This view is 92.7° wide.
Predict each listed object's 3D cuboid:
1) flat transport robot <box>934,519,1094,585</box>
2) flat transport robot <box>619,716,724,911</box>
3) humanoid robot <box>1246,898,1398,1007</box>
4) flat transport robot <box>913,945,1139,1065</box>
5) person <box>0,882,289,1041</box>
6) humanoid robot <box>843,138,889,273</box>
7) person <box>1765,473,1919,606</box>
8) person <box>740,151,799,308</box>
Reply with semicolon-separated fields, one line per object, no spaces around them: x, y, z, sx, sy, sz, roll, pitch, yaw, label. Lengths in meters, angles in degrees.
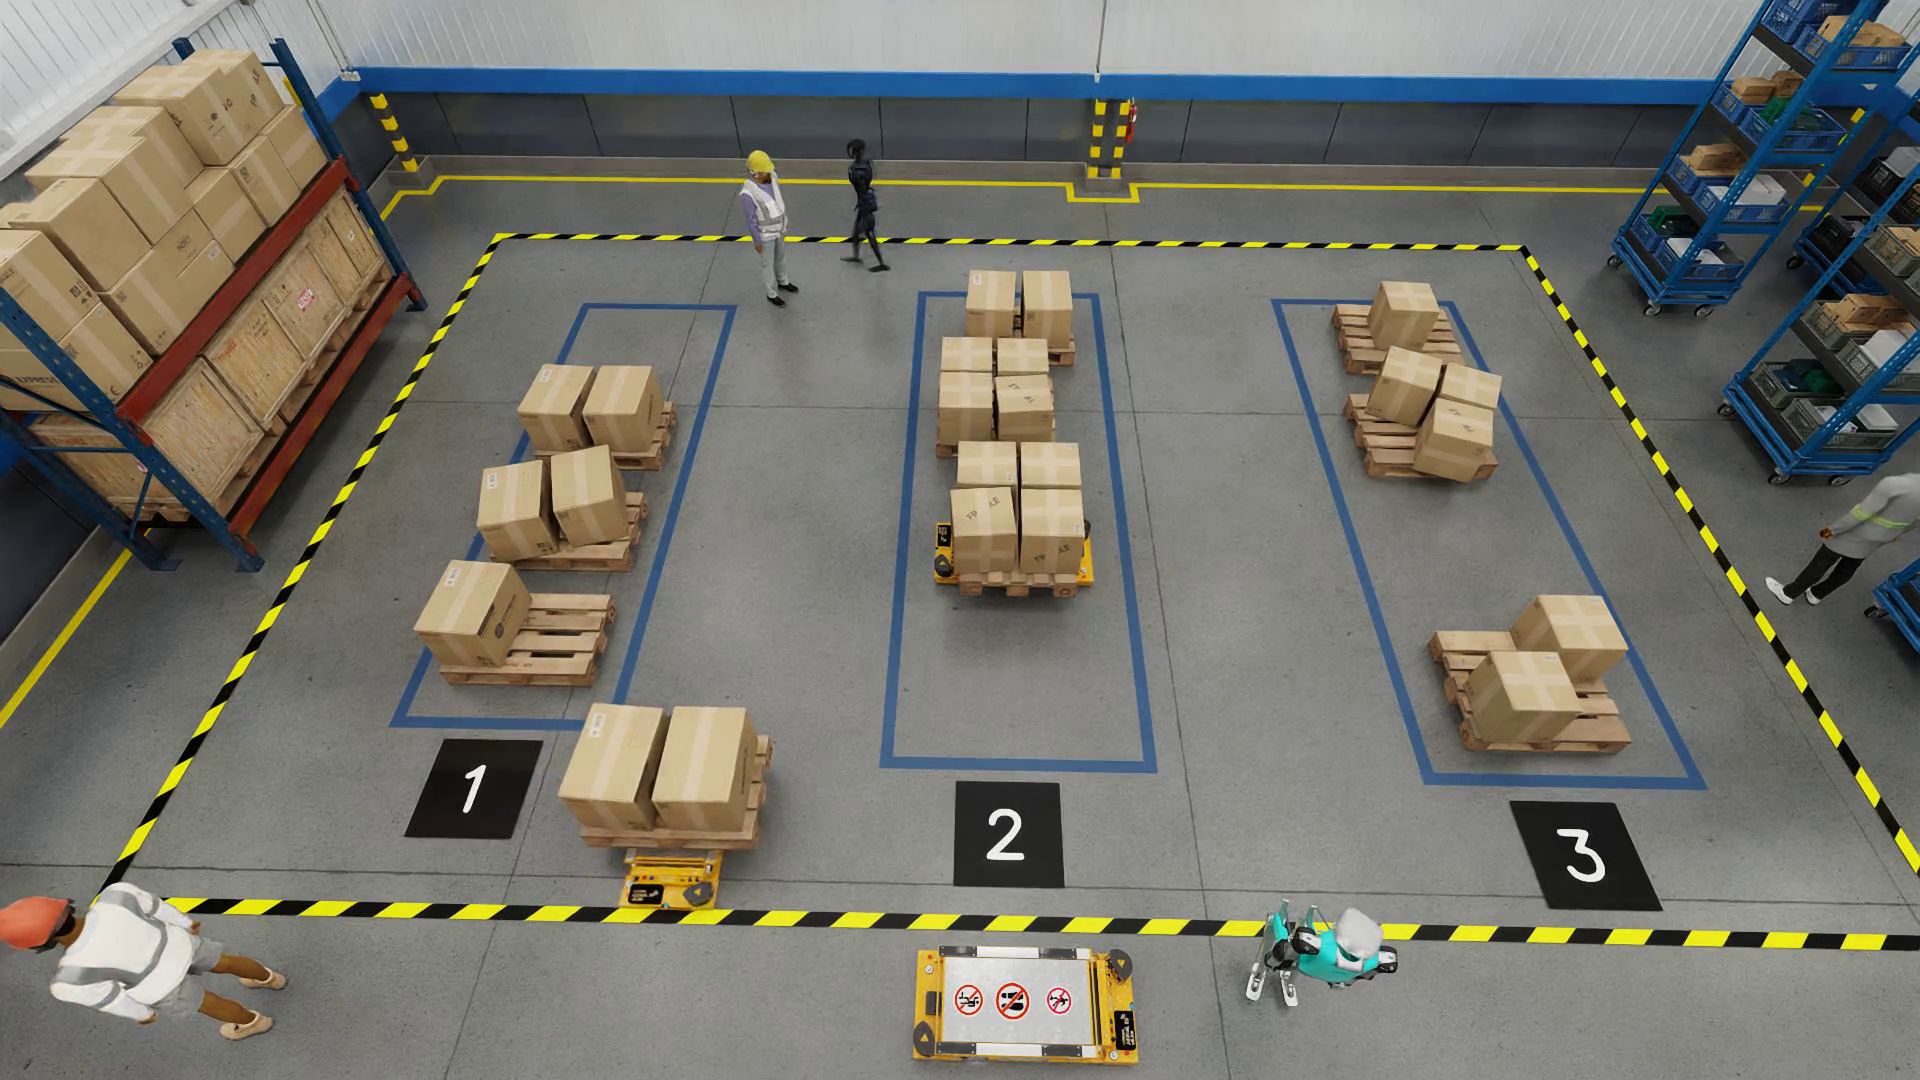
0.490;0.087;8.397;1.431;0.197;0.652;1;51;1;flat transport robot
-2.045;1.998;6.839;0.652;0.197;1.431;1;51;1;flat transport robot
2.115;2.378;5.513;0.533;1.677;0.735;10;52;8;humanoid robot
0.422;3.041;6.007;1.431;0.231;0.659;1;51;1;flat transport robot
-4.670;2.478;5.324;0.374;2.041;0.606;-2;51;-2;person
-1.136;-3.886;10.744;0.425;1.654;0.607;-7;51;-6;humanoid robot
7.478;-0.115;7.558;0.597;1.849;0.388;3;51;2;person
-2.138;-3.511;10.340;0.404;1.827;0.602;20;54;16;person
